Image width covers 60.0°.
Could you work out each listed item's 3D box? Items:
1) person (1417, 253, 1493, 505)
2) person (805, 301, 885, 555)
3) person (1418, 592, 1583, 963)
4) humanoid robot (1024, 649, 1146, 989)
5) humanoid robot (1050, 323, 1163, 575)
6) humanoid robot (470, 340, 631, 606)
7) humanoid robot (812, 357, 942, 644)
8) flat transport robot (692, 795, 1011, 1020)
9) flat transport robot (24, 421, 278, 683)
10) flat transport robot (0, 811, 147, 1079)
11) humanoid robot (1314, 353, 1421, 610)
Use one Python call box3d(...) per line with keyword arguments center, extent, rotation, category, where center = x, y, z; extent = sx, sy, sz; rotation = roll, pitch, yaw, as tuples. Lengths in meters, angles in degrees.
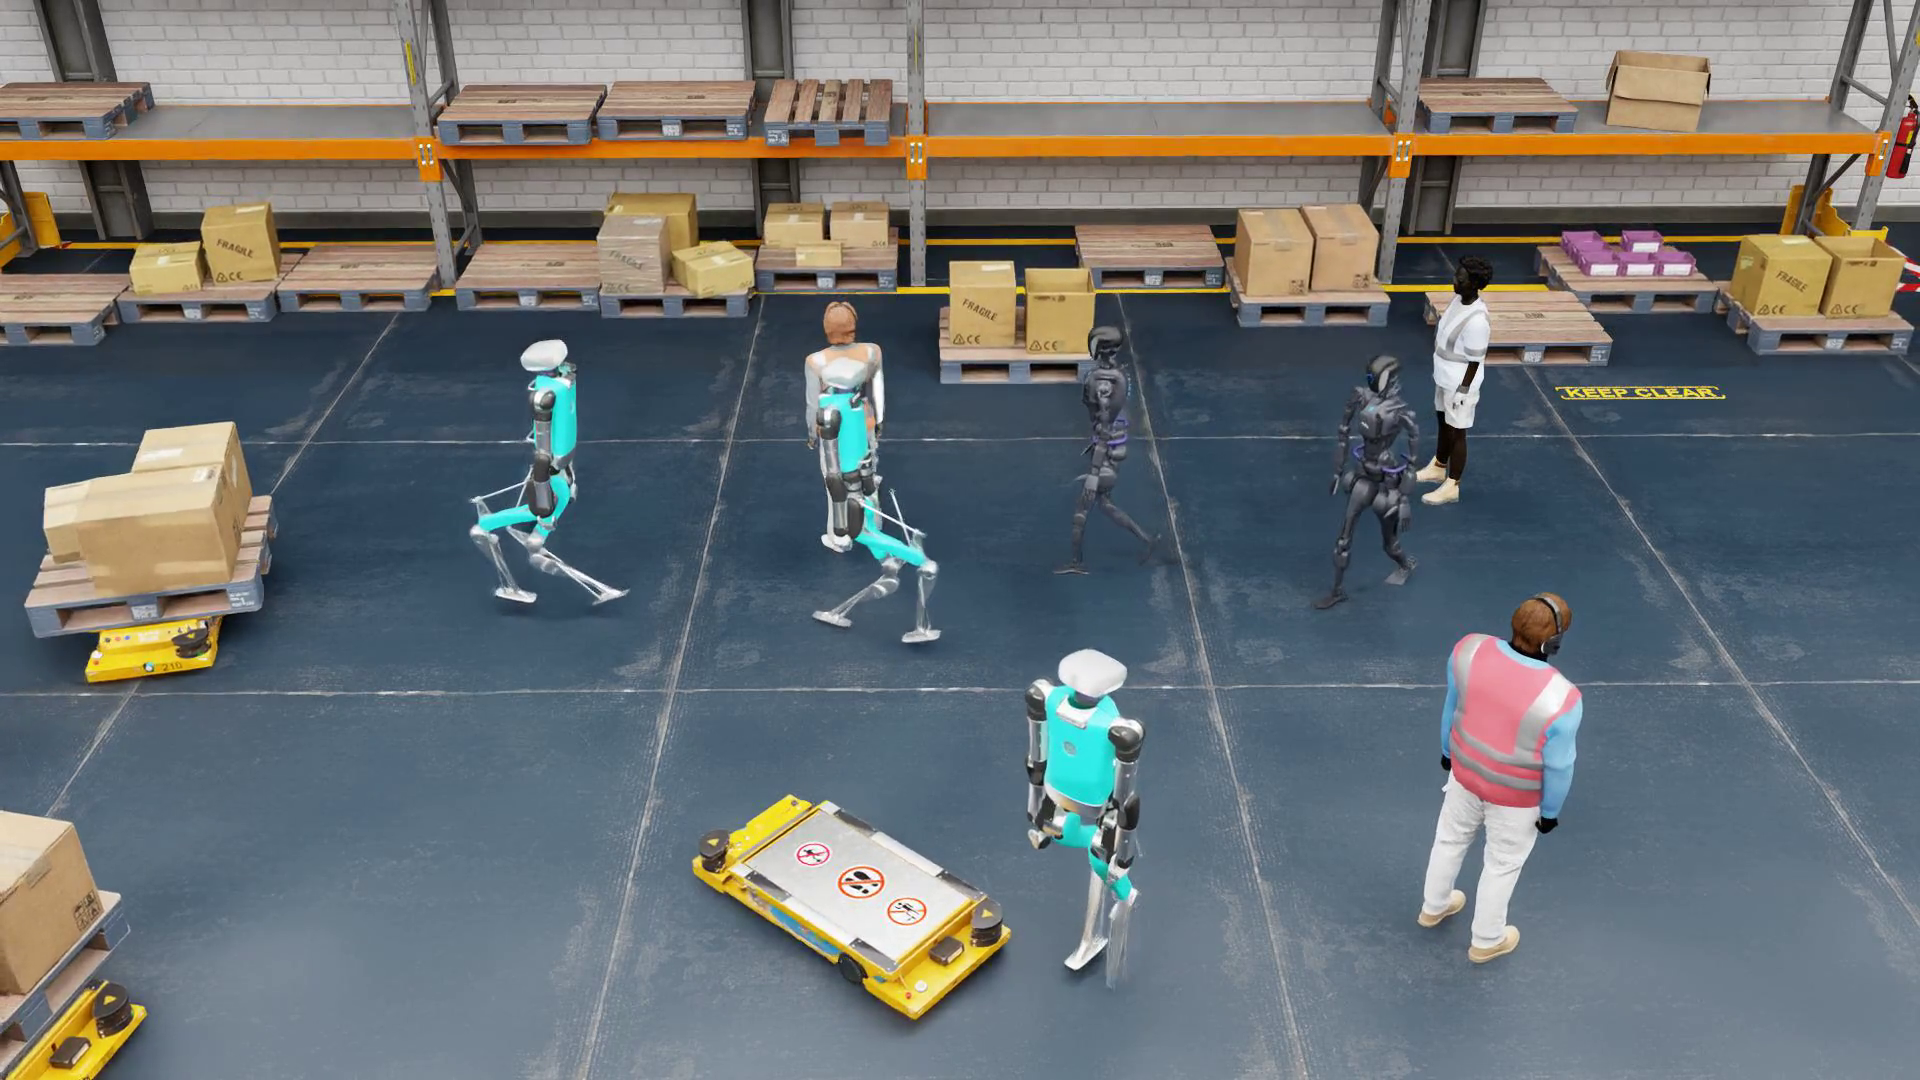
box3d(center=(3.201, -1.045, 10.760), extent=(0.318, 1.699, 0.535), rotation=(-1, 31, -2), category="person")
box3d(center=(-0.698, -0.676, 10.206), extent=(0.522, 1.636, 0.309), rotation=(-14, 34, -22), category="person")
box3d(center=(2.344, 1.020, 7.201), extent=(0.431, 1.836, 0.629), rotation=(-23, 38, -33), category="person")
box3d(center=(0.619, 1.179, 7.079), extent=(0.535, 1.856, 0.700), rotation=(21, 37, 31), category="humanoid robot")
box3d(center=(0.907, -0.516, 9.929), extent=(0.678, 1.637, 0.605), rotation=(3, 31, 5), category="humanoid robot")
box3d(center=(-2.477, -0.313, 9.531), extent=(1.039, 1.740, 0.563), rotation=(3, 31, 5), category="humanoid robot")
box3d(center=(-0.378, -0.144, 9.278), extent=(1.023, 1.778, 0.539), rotation=(8, 32, 13), category="humanoid robot")
box3d(center=(-0.520, 1.633, 7.692), extent=(1.431, 0.231, 0.659), rotation=(24, 38, 34), category="flat transport robot")
box3d(center=(-4.699, 0.334, 9.854), extent=(0.659, 0.231, 1.431), rotation=(-7, 32, -12), category="flat transport robot")
box3d(center=(-4.258, 2.064, 6.976), extent=(1.431, 0.231, 0.659), rotation=(7, 32, 11), category="flat transport robot")
box3d(center=(2.464, -0.354, 9.697), extent=(0.766, 1.649, 0.609), rotation=(-22, 37, -32), category="humanoid robot")
